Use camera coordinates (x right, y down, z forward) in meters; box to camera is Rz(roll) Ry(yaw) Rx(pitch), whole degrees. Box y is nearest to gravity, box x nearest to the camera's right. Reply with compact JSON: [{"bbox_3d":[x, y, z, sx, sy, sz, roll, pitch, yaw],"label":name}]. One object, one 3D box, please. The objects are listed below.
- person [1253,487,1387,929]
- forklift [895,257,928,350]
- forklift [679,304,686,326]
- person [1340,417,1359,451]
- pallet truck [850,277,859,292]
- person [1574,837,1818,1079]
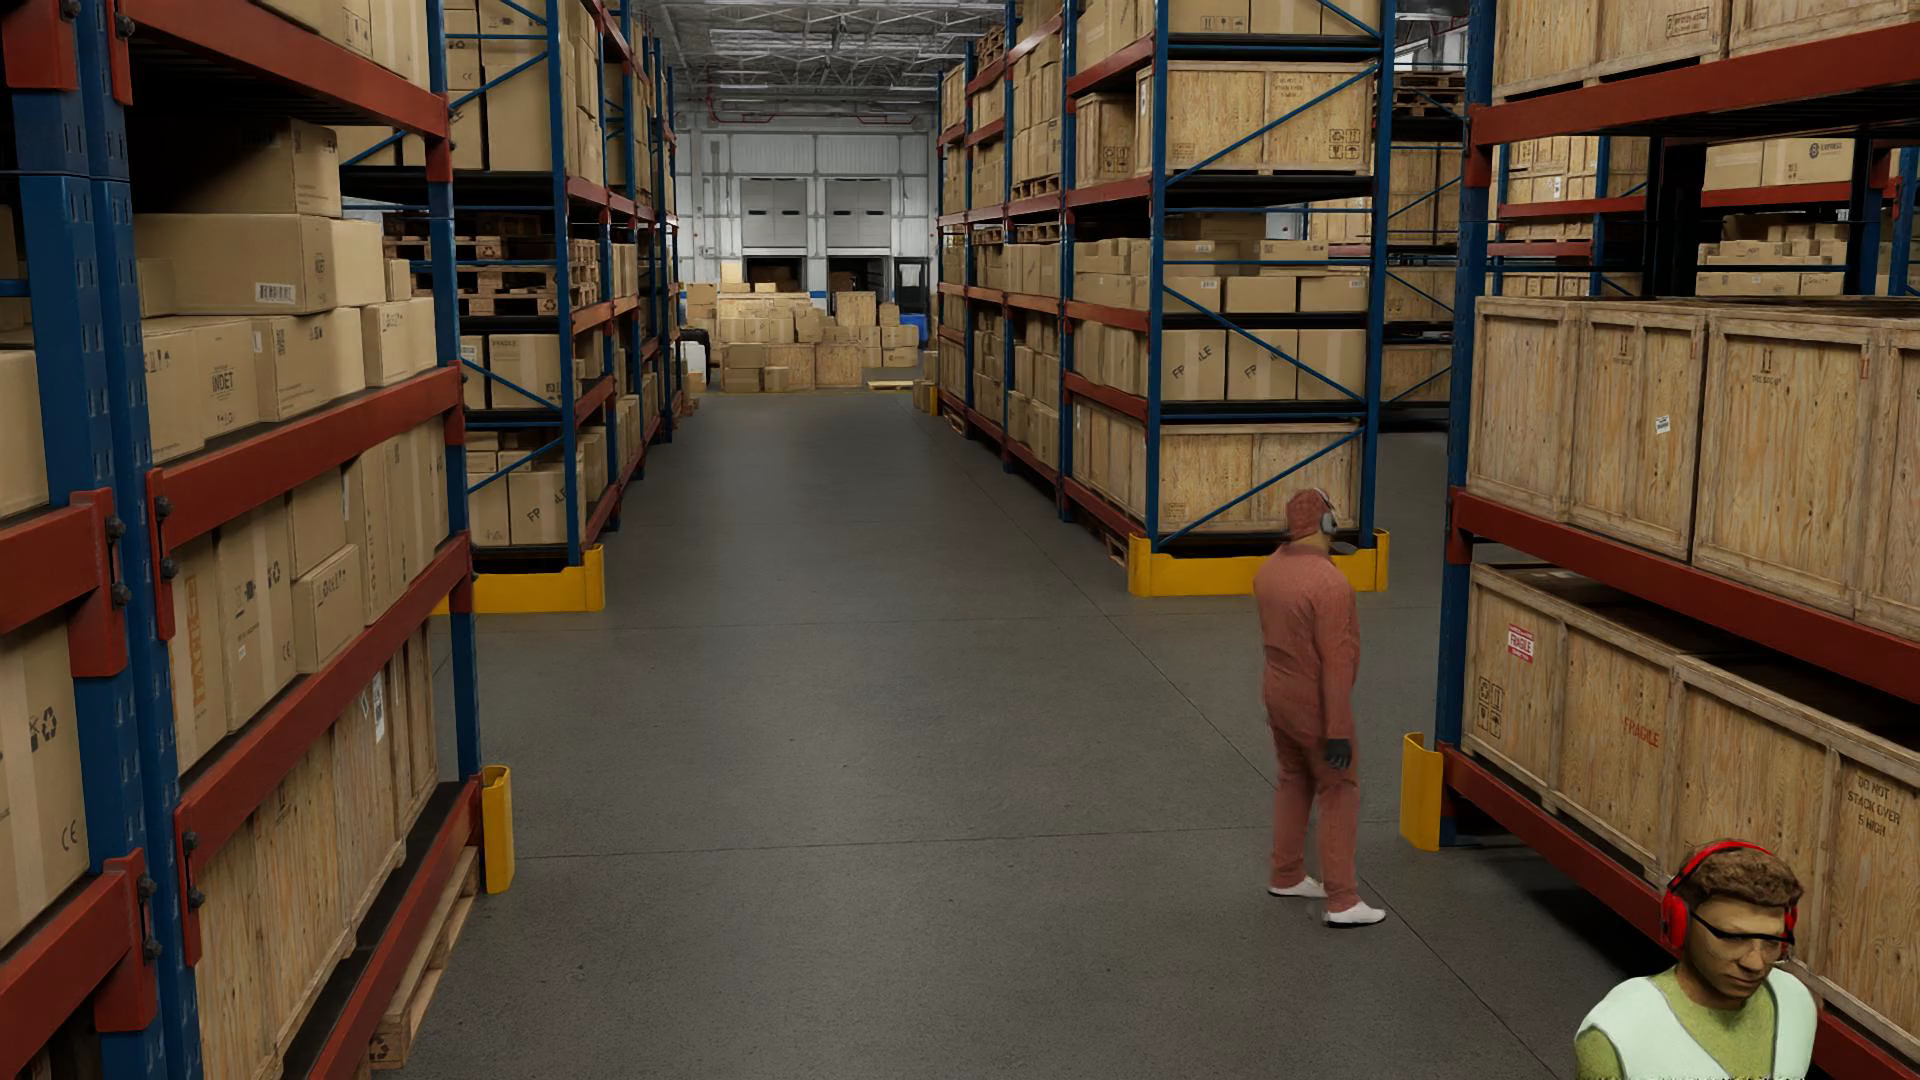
[{"bbox_3d":[1.564,0.714,7.292,0.447,1.897,0.658,-3,10,-17],"label":"person"},{"bbox_3d":[-1.494,-7.211,50.544,1.129,2.768,1.873,1,10,7],"label":"forklift"},{"bbox_3d":[-10.933,-8.849,60.085,1.873,2.768,1.129,0,10,0],"label":"forklift"},{"bbox_3d":[4.134,-1.072,18.261,0.537,1.692,0.319,9,13,41],"label":"person"},{"bbox_3d":[-3.782,-9.391,65.808,1.885,1.965,0.823,2,10,10],"label":"pallet truck"},{"bbox_3d":[1.372,1.441,3.197,0.564,1.842,0.392,-5,11,-28],"label":"person"}]
